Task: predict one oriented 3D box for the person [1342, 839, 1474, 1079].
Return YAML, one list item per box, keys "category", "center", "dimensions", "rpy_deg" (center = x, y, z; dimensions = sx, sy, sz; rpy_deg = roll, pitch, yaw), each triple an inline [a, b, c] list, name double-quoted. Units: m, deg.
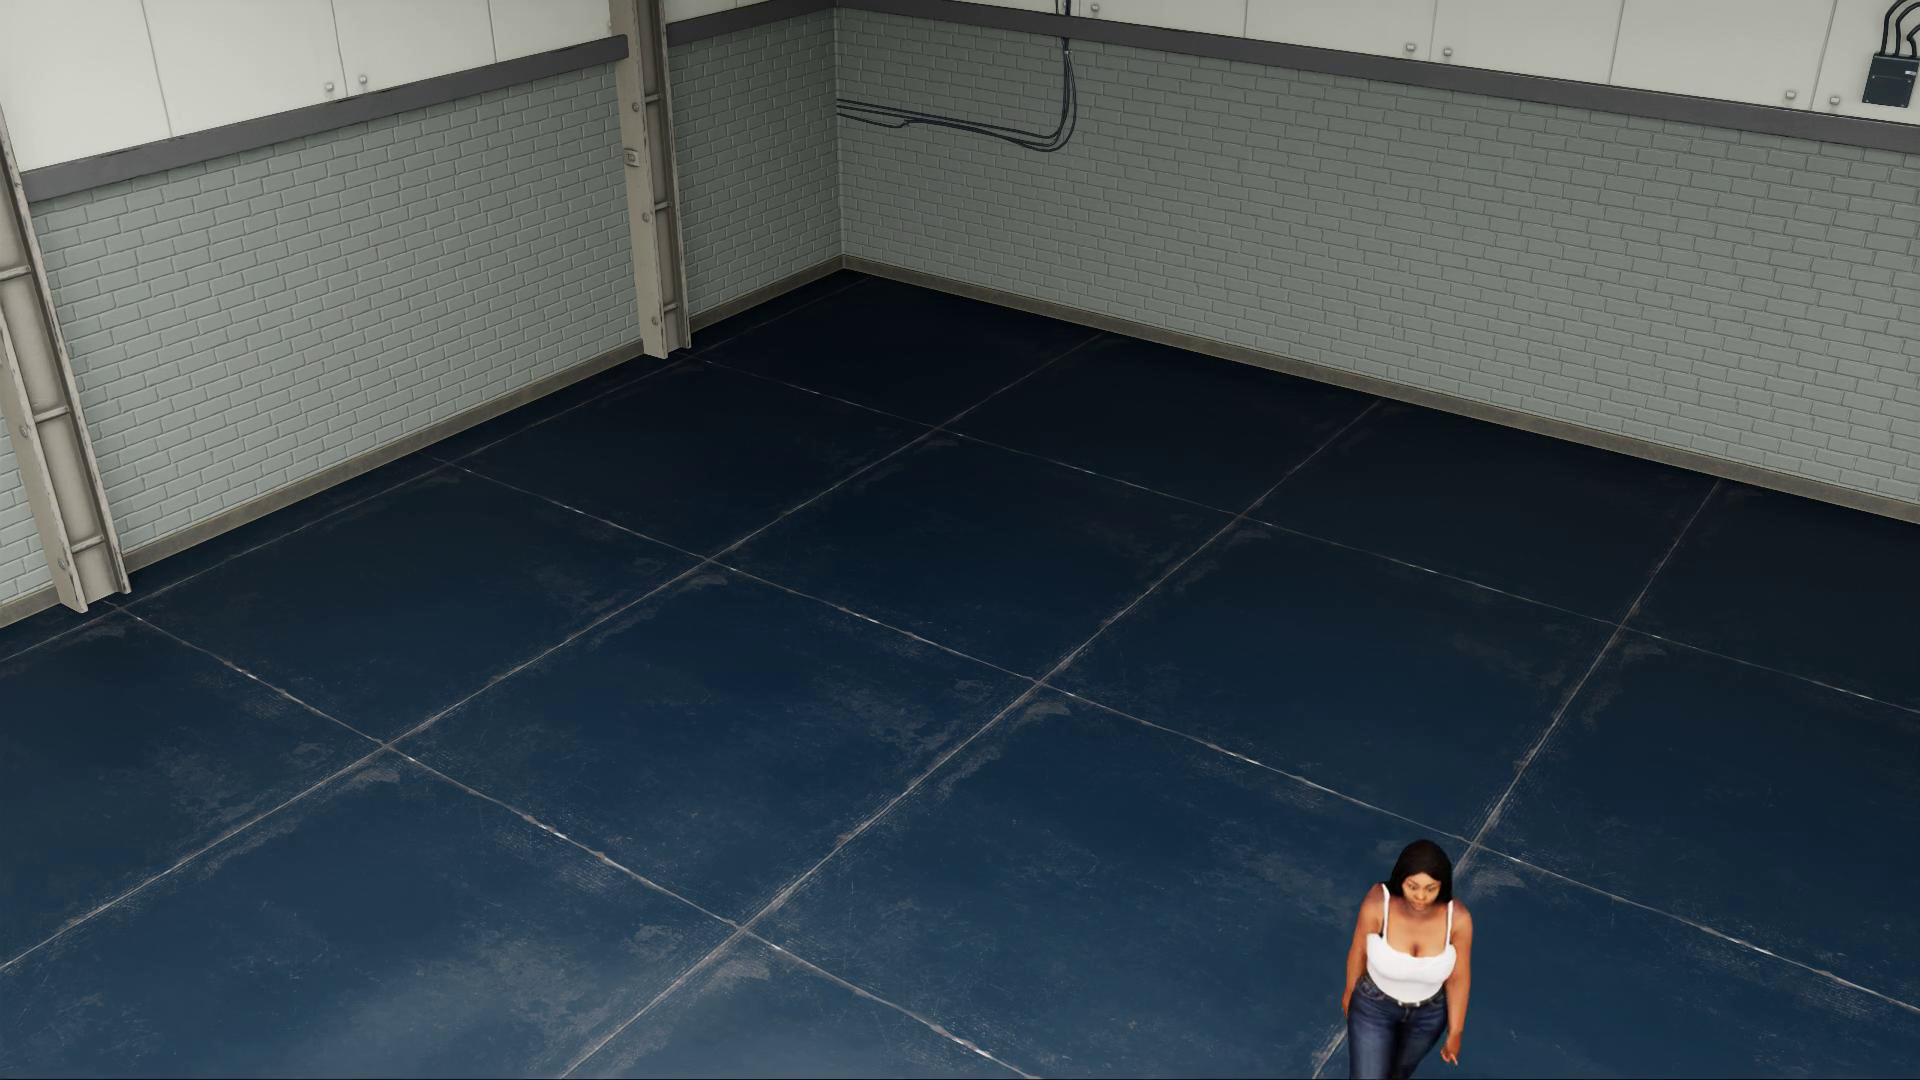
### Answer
- category: "person"
  center: [1.943, 2.006, 7.353]
  dimensions: [0.961, 1.768, 1.203]
  rpy_deg: [5, 28, 10]
